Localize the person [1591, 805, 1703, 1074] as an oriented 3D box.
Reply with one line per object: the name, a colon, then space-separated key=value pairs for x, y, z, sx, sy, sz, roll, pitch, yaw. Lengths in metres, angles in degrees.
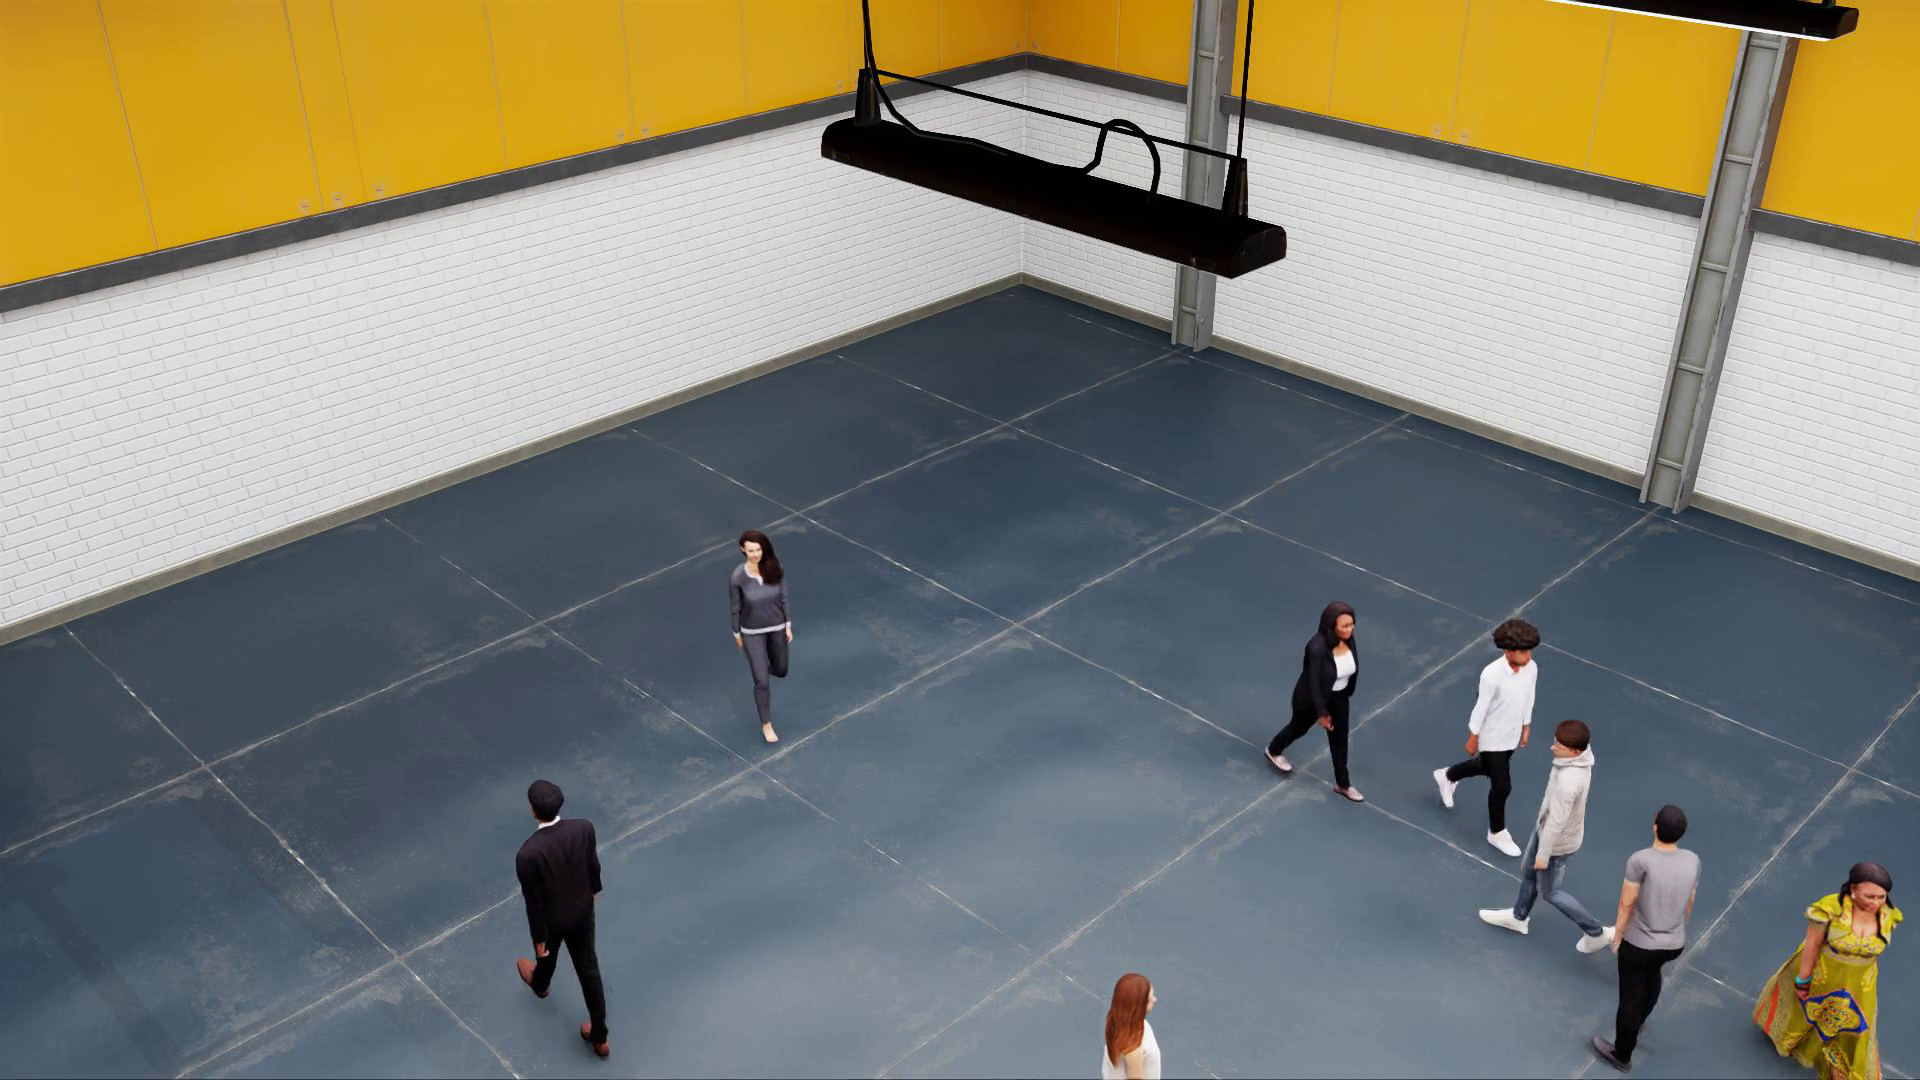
person: x=4.113 y=2.390 z=9.842 sx=0.808 sy=1.733 sz=0.885 roll=-7 pitch=29 yaw=-12

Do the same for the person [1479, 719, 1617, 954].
person: x=3.890 y=1.927 z=10.590 sx=1.210 sy=1.830 sz=1.011 roll=12 pitch=31 yaw=20

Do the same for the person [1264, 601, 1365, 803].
person: x=2.598 y=1.144 z=12.289 sx=0.711 sy=1.577 sz=1.114 roll=-21 pitch=35 yaw=-34

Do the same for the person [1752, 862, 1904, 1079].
person: x=5.086 y=2.514 z=9.755 sx=1.285 sy=1.599 sz=1.294 roll=3 pitch=29 yaw=5

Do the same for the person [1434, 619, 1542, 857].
person: x=3.743 y=1.319 z=11.759 sx=0.811 sy=1.777 sz=1.161 roll=-17 pitch=33 yaw=-28

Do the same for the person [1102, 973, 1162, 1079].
person: x=0.867 y=2.965 z=8.800 sx=0.719 sy=1.721 sz=0.634 roll=-3 pitch=29 yaw=-6

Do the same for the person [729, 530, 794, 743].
person: x=-1.559 y=0.677 z=12.967 sx=0.783 sy=1.748 sz=1.047 roll=-15 pitch=32 yaw=-25

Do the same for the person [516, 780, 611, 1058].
person: x=-2.307 y=2.293 z=9.921 sx=0.747 sy=1.828 sz=1.169 roll=-24 pitch=37 yaw=-37
